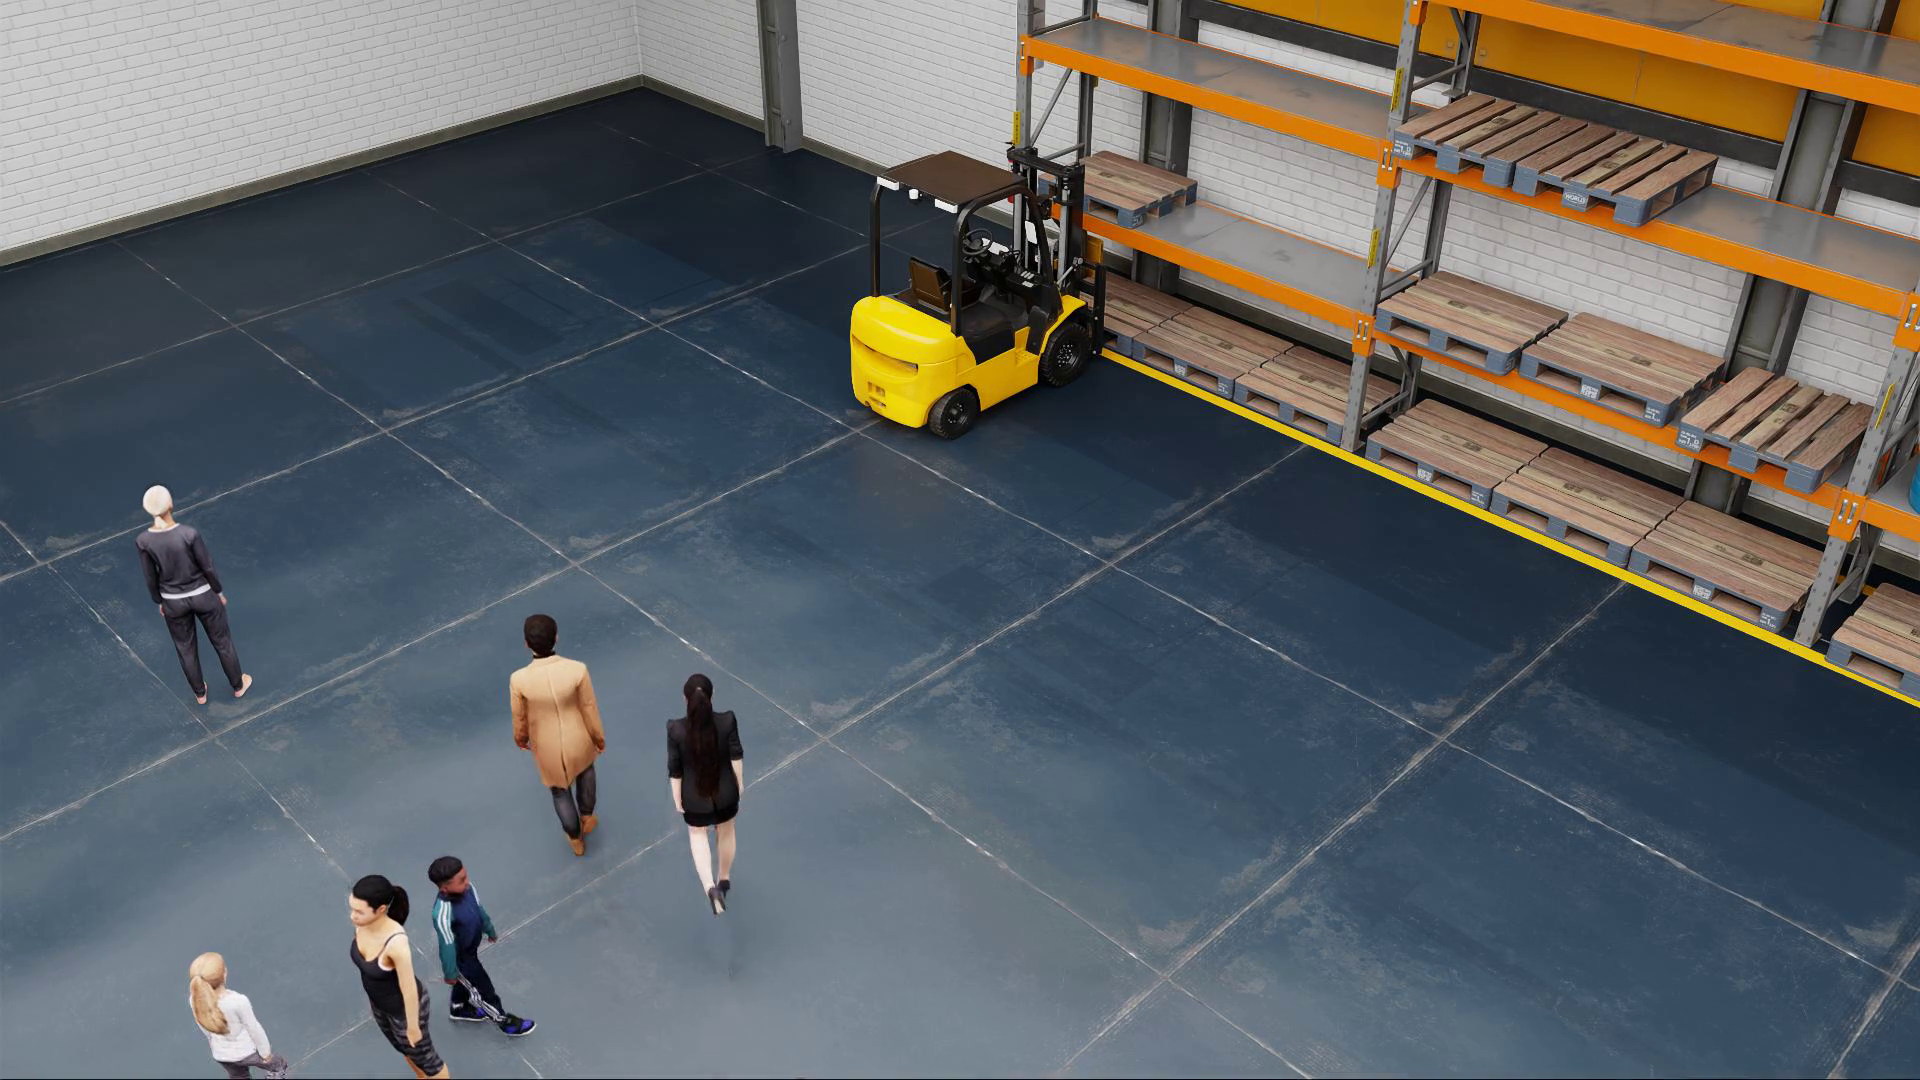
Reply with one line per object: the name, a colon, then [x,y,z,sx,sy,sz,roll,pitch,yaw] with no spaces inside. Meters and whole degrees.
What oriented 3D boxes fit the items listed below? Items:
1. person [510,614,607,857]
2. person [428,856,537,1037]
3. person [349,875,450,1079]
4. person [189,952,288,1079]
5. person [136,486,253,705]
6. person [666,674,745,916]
person: [-2.406,1.243,10.059,0.827,1.714,0.856,-9,35,-13]
person: [-2.753,2.198,9.052,0.856,1.238,0.767,4,34,7]
person: [-2.820,2.334,8.409,0.478,1.724,0.626,26,41,33]
person: [-3.670,2.607,8.405,0.618,1.273,0.684,4,34,6]
person: [-5.268,0.373,11.356,0.677,1.727,0.681,-9,35,-13]
person: [-1.438,1.530,9.654,0.800,1.685,0.893,-8,34,-12]
